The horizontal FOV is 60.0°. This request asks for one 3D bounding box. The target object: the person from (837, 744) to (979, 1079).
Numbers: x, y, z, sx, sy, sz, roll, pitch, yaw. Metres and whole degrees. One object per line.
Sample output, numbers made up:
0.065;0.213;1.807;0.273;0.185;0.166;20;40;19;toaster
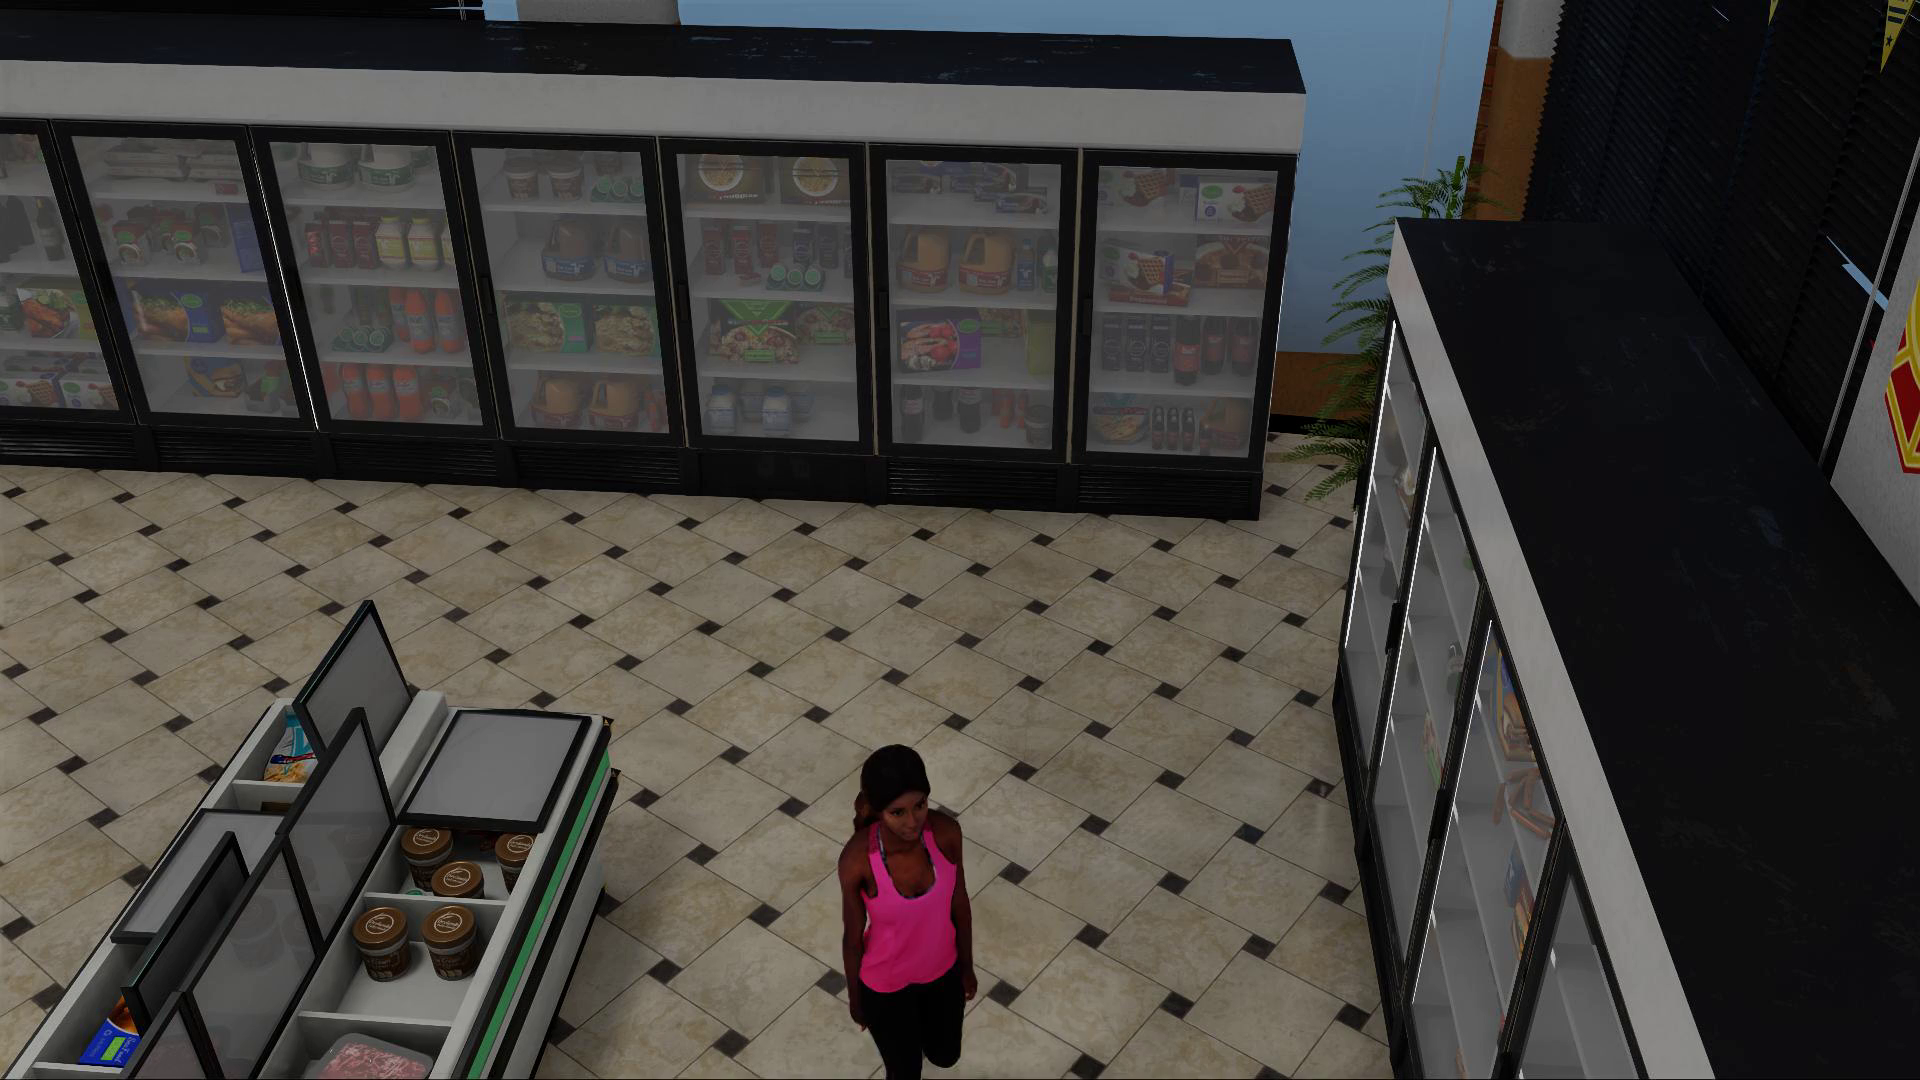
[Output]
-0.188;1.251;5.044;0.822;1.710;0.964;-15;35;-22;person
